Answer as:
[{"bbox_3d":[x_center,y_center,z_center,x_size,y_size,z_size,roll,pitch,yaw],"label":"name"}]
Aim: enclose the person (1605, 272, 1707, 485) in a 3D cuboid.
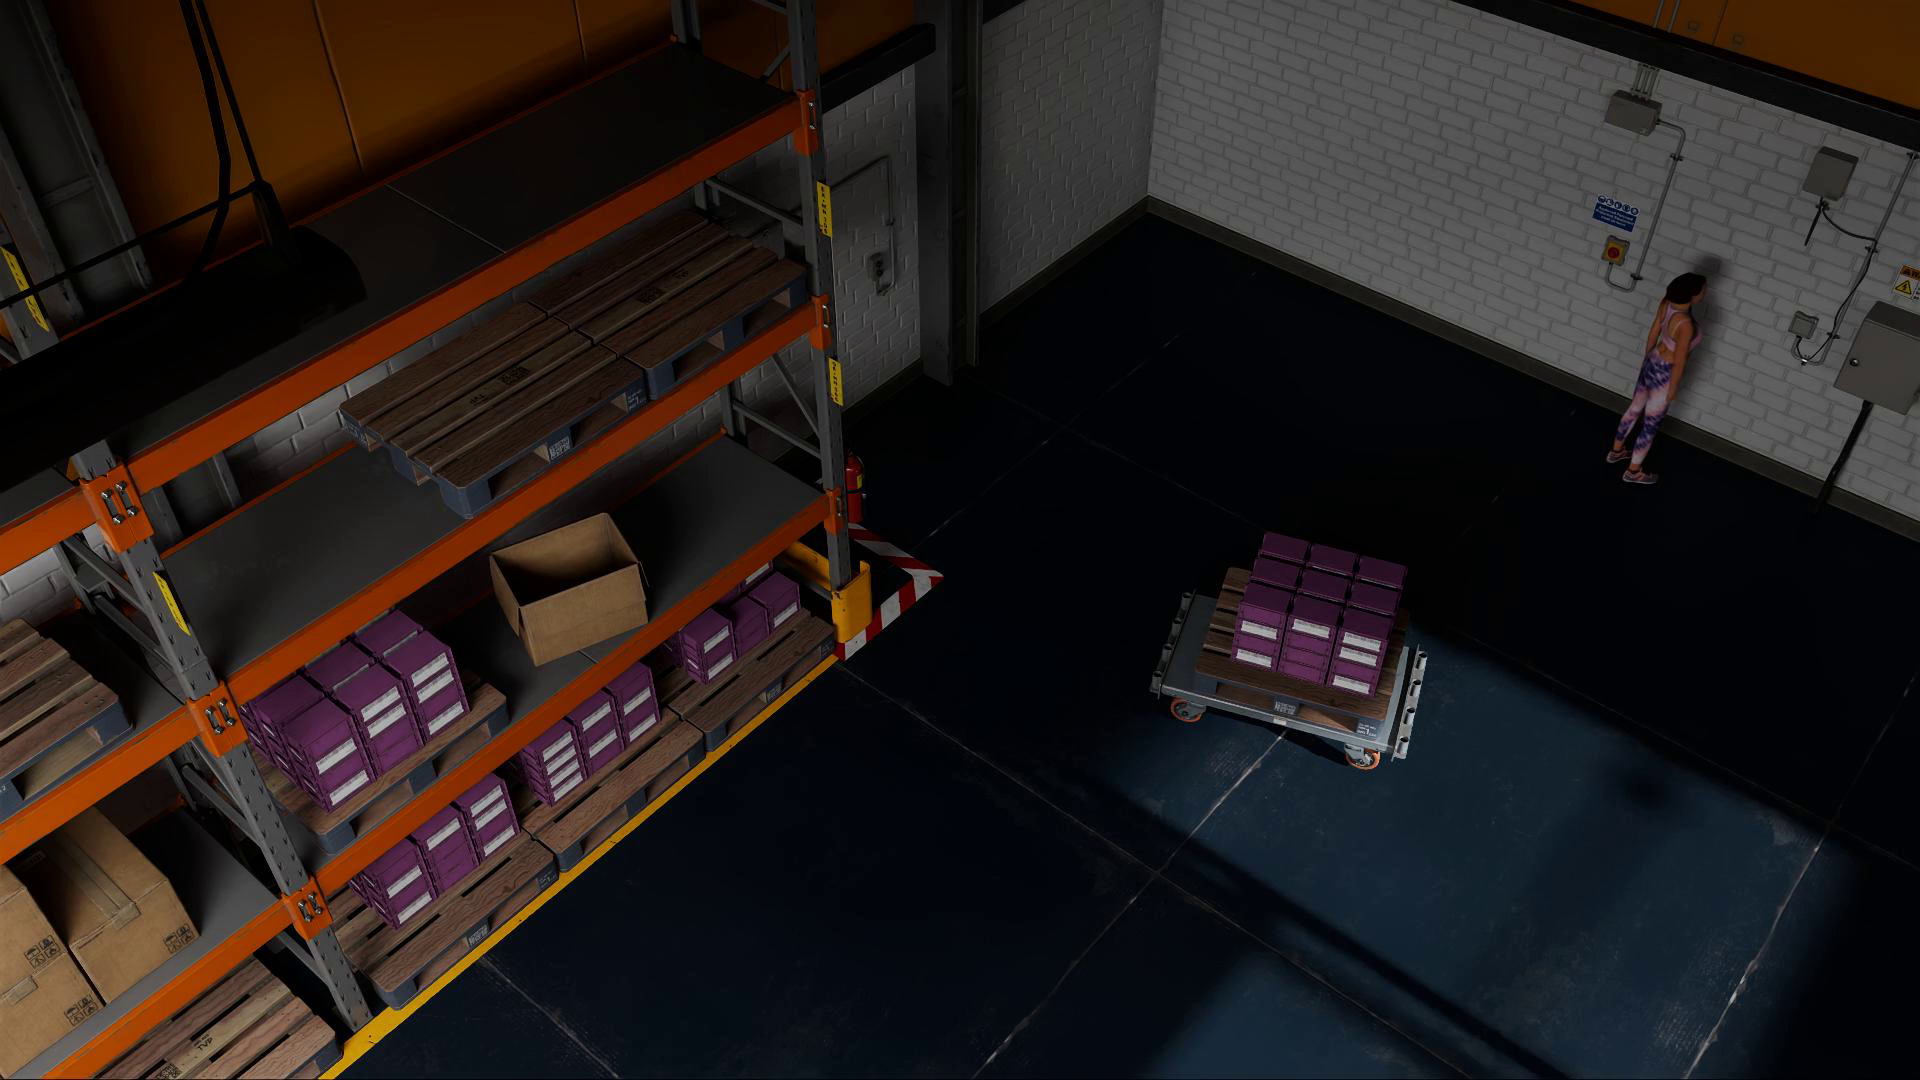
[{"bbox_3d":[5.127,-1.203,12.174,0.721,1.766,0.675,-6,44,-7],"label":"person"}]
